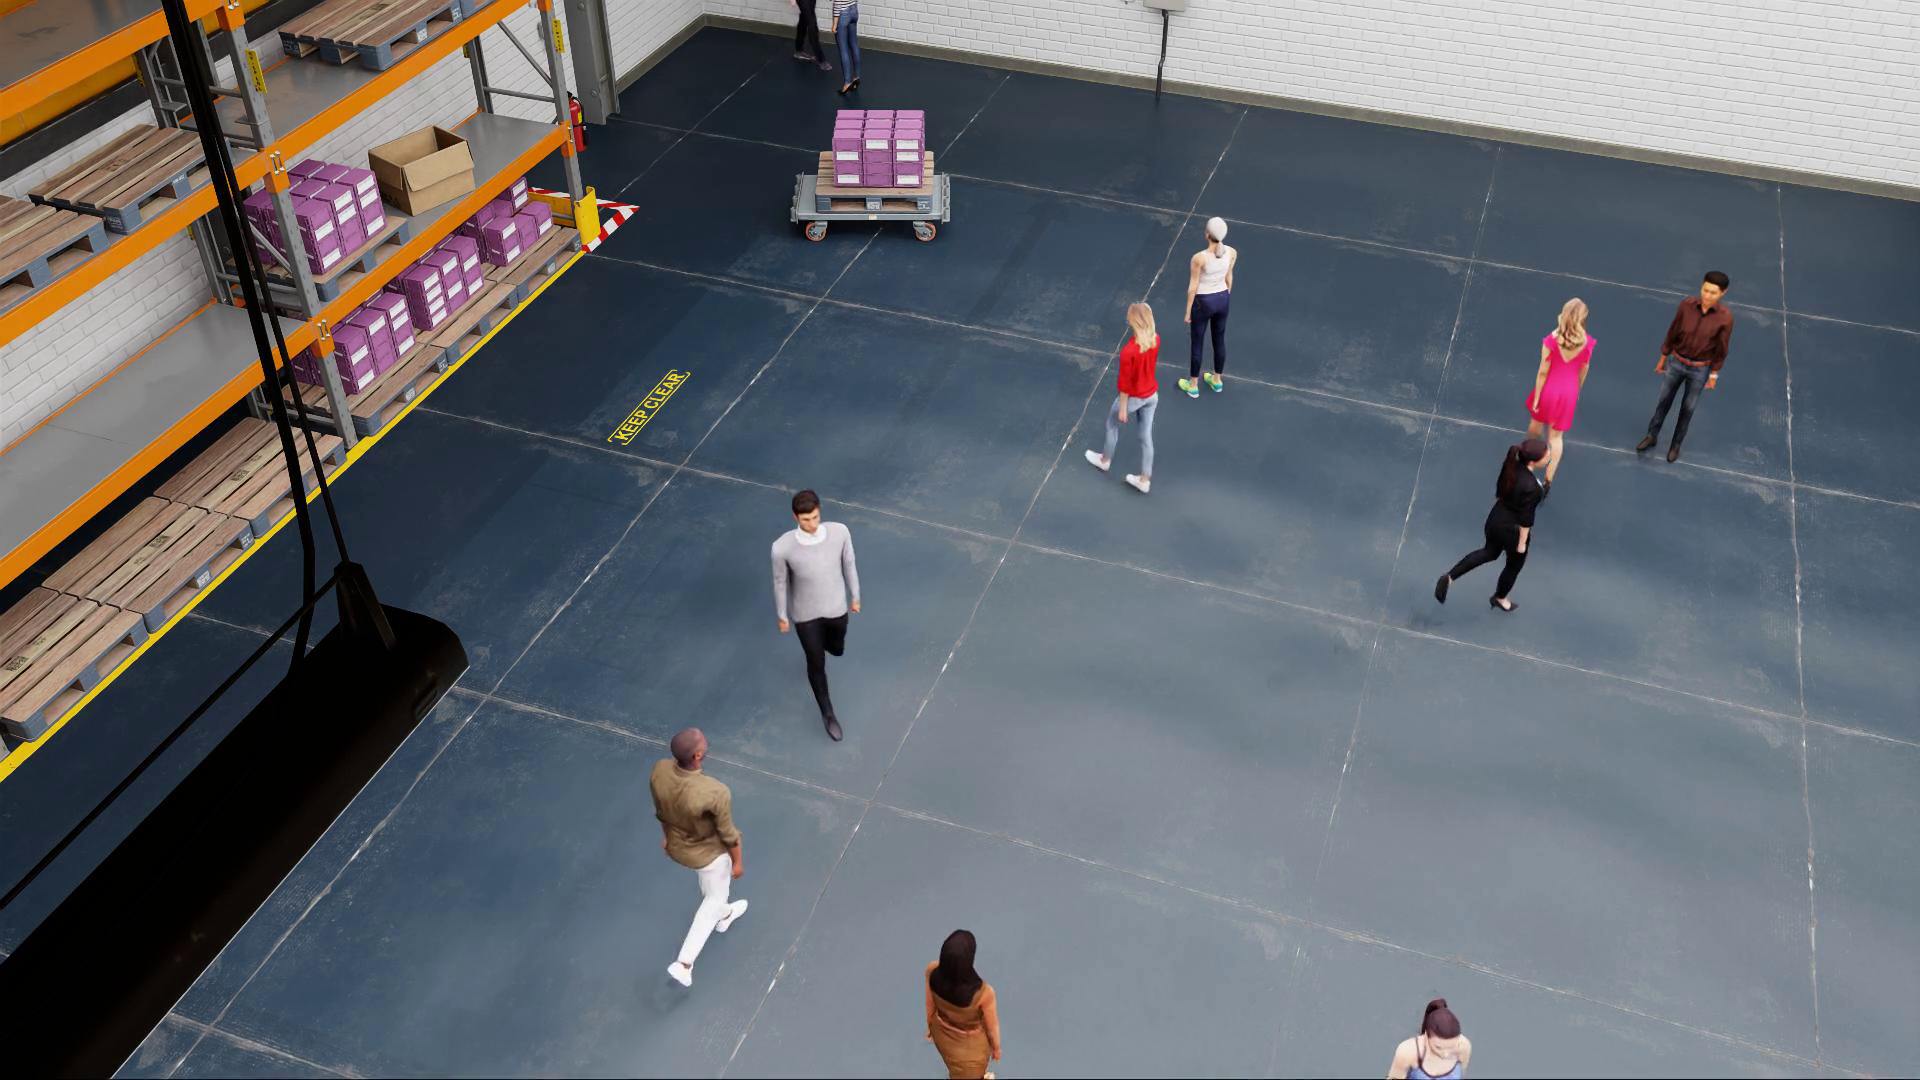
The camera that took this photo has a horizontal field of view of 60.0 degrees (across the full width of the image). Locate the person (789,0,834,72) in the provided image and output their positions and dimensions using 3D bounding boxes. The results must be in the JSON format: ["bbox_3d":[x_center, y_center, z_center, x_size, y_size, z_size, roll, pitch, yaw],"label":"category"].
[{"bbox_3d":[-1.945,-6.739,20.485,0.960,1.770,1.048,26,45,29],"label":"person"}]

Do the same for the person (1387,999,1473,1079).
[{"bbox_3d":[2.358,2.873,8.587,0.660,1.599,0.695,-8,39,-10],"label":"person"}]

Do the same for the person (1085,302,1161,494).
[{"bbox_3d":[1.492,-1.114,13.514,0.975,1.680,0.965,-28,46,-30],"label":"person"}]

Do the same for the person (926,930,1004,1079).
[{"bbox_3d":[-0.027,2.703,8.754,0.738,1.657,1.125,23,44,26],"label":"person"}]

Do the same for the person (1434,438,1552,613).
[{"bbox_3d":[3.950,-0.058,12.229,0.978,1.634,0.993,-9,39,-11],"label":"person"}]

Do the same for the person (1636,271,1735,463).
[{"bbox_3d":[6.087,-1.463,13.872,0.709,1.778,0.632,26,46,29],"label":"person"}]

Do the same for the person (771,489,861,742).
[{"bbox_3d":[-0.992,0.400,11.431,1.189,1.914,1.250,-15,41,-18],"label":"person"}]

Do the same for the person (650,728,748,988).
[{"bbox_3d":[-1.559,1.851,9.707,0.858,1.799,1.116,21,43,24],"label":"person"}]

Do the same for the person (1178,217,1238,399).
[{"bbox_3d":[2.210,-2.050,14.670,0.673,1.700,0.725,-14,41,-17],"label":"person"}]

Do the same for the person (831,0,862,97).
[{"bbox_3d":[-1.361,-6.188,19.776,0.710,1.795,0.529,24,45,27],"label":"person"}]

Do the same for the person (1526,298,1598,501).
[{"bbox_3d":[4.856,-1.110,13.508,0.732,1.681,1.090,5,39,7],"label":"person"}]
